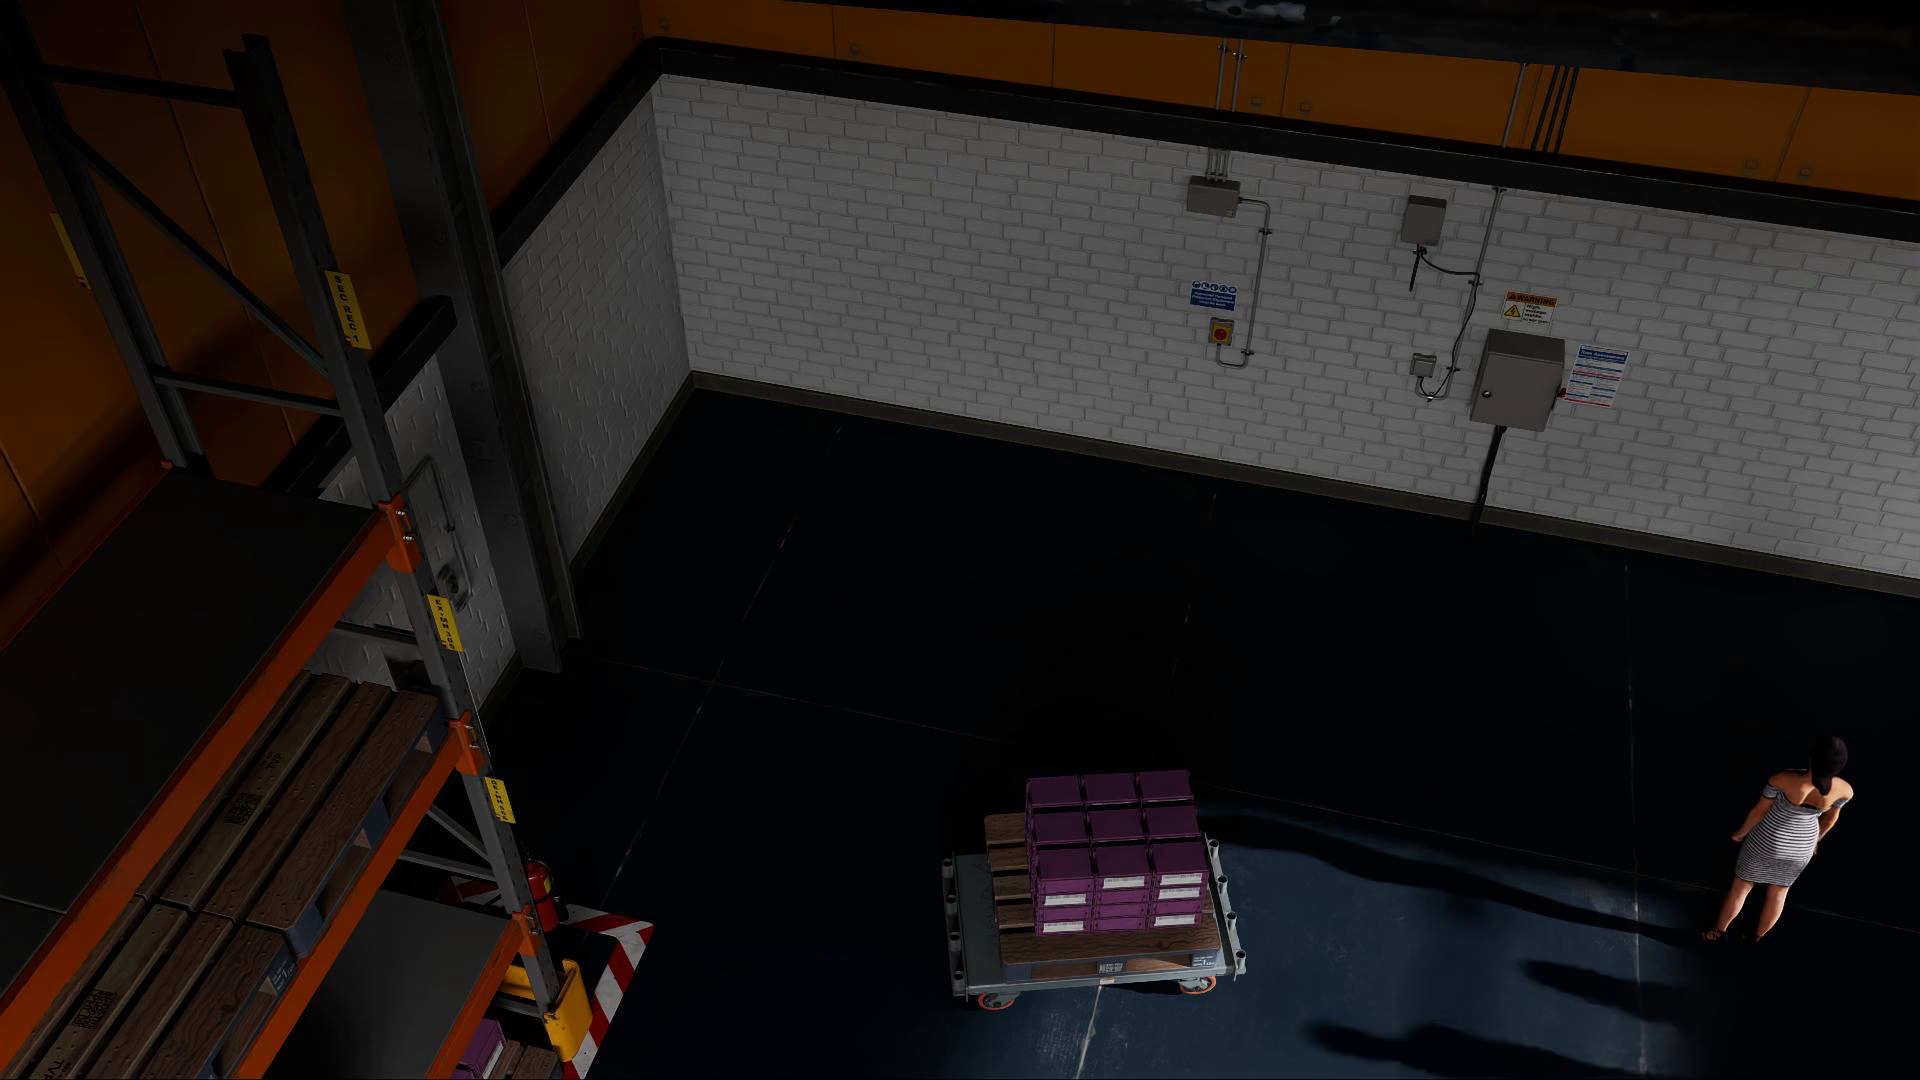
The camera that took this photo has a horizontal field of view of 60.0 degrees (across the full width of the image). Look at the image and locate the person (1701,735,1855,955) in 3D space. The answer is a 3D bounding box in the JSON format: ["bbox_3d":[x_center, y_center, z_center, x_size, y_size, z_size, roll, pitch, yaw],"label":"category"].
[{"bbox_3d":[4.513,1.697,9.167,0.597,1.822,0.532,9,44,9],"label":"person"}]
